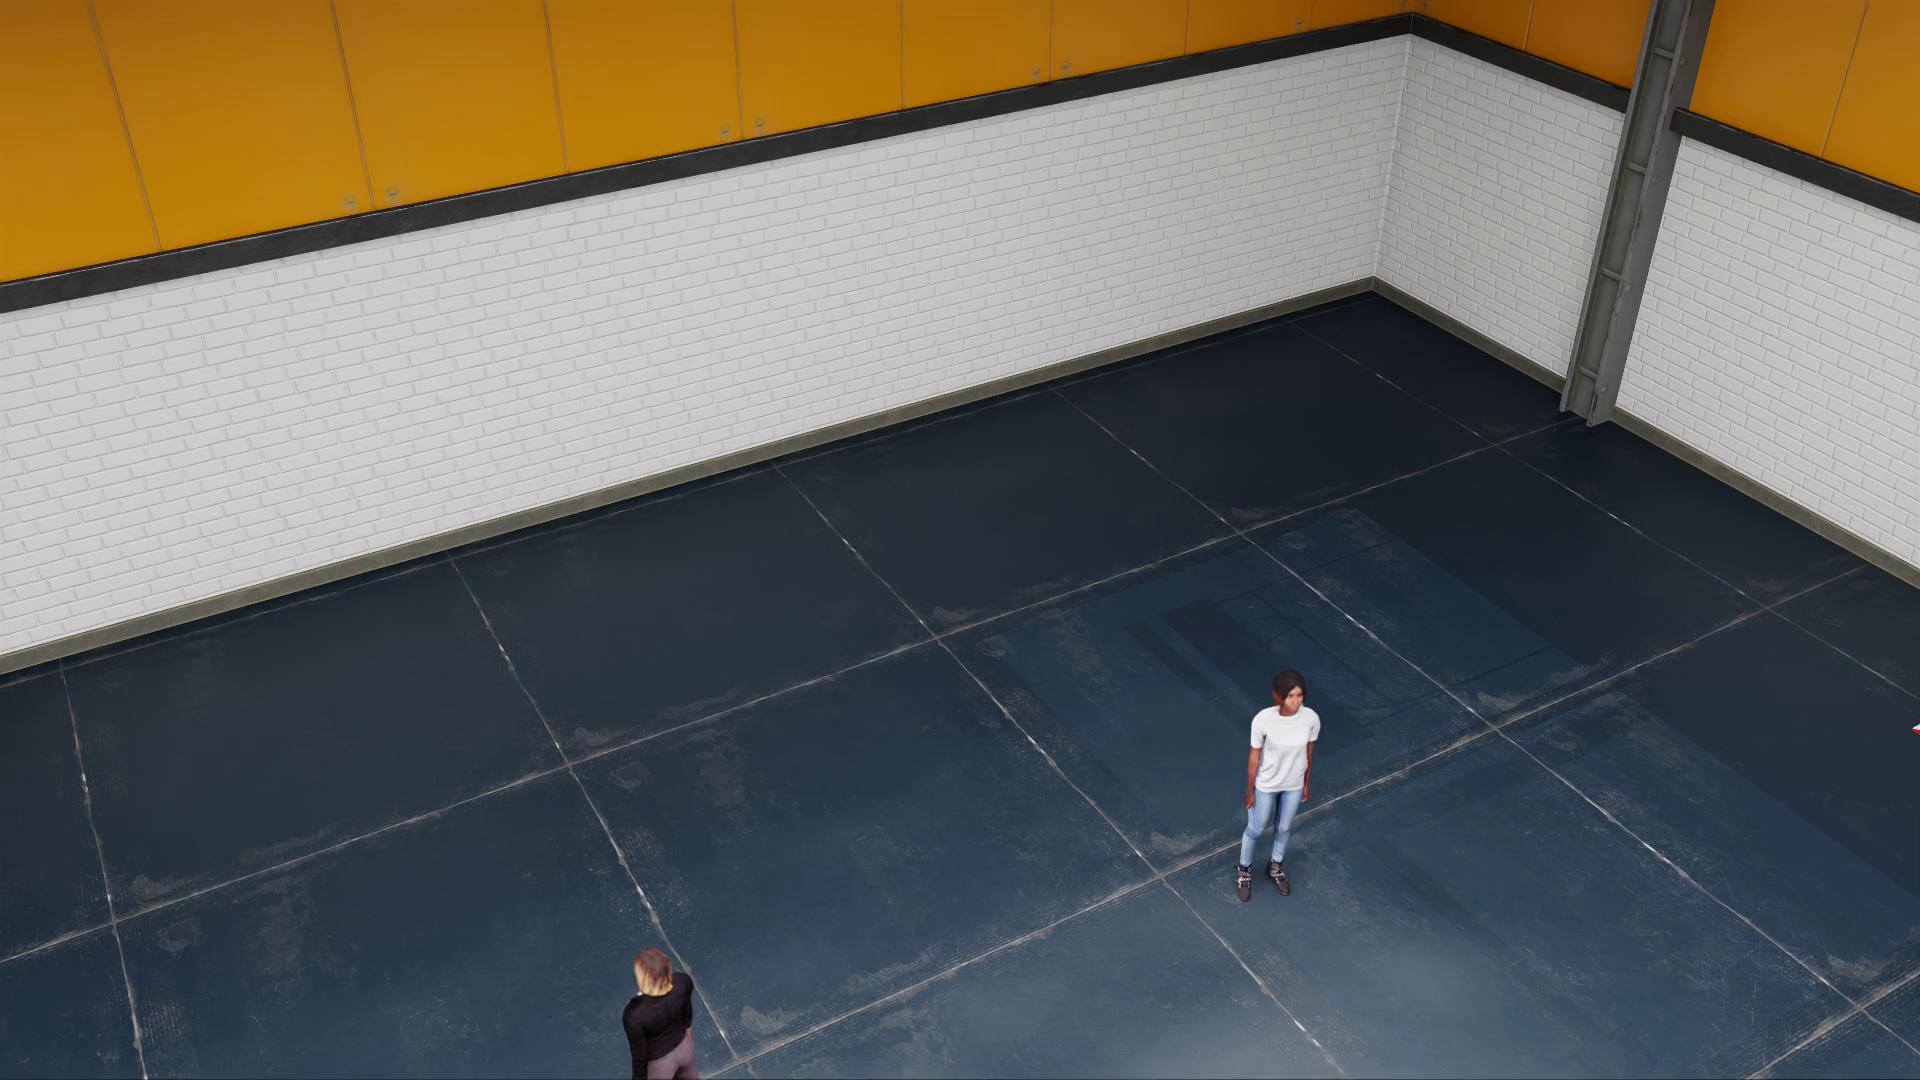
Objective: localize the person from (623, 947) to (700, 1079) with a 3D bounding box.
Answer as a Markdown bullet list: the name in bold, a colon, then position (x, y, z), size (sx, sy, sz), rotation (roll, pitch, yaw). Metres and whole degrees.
- **person**: position (-1.518, 2.722, 8.621), size (0.665, 1.672, 0.671), rotation (21, 39, 28)

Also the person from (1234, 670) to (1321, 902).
- **person**: position (1.975, 1.525, 10.380), size (0.650, 1.719, 0.637), rotation (-5, 34, -8)
